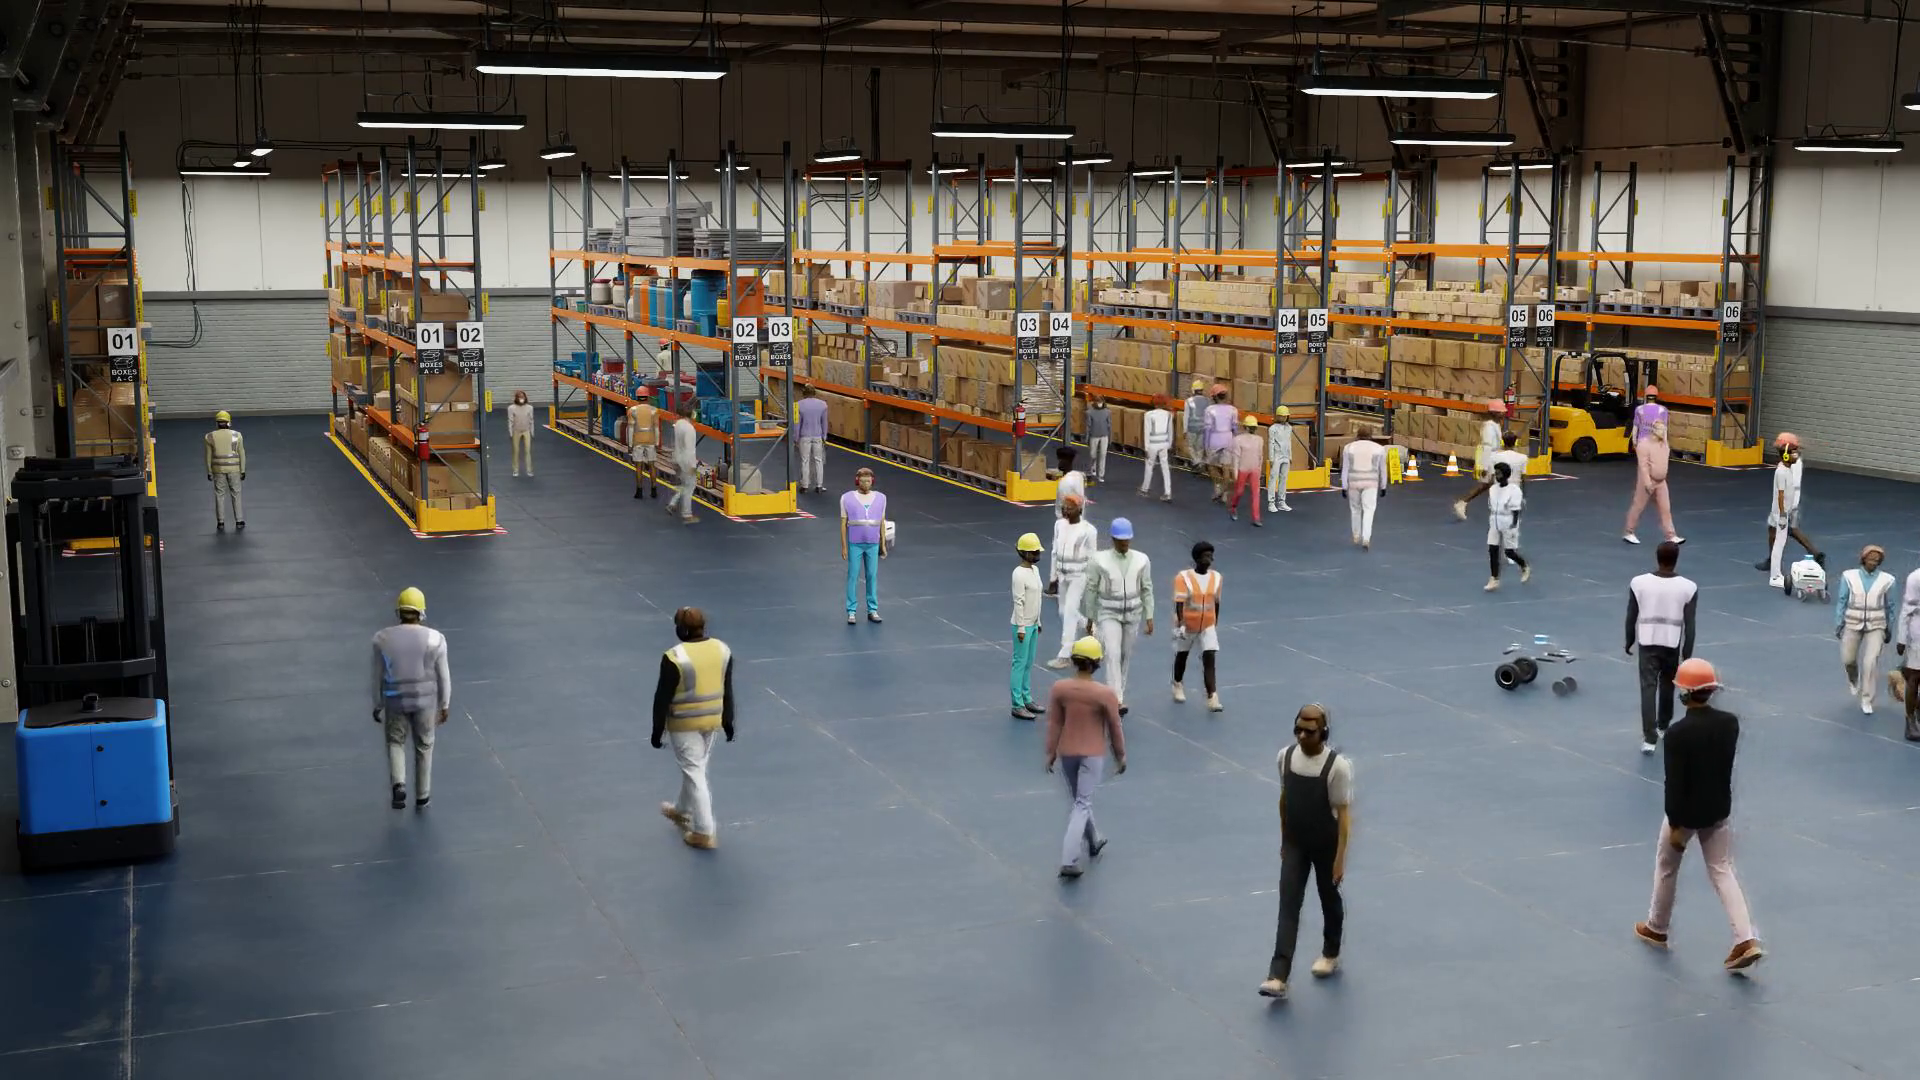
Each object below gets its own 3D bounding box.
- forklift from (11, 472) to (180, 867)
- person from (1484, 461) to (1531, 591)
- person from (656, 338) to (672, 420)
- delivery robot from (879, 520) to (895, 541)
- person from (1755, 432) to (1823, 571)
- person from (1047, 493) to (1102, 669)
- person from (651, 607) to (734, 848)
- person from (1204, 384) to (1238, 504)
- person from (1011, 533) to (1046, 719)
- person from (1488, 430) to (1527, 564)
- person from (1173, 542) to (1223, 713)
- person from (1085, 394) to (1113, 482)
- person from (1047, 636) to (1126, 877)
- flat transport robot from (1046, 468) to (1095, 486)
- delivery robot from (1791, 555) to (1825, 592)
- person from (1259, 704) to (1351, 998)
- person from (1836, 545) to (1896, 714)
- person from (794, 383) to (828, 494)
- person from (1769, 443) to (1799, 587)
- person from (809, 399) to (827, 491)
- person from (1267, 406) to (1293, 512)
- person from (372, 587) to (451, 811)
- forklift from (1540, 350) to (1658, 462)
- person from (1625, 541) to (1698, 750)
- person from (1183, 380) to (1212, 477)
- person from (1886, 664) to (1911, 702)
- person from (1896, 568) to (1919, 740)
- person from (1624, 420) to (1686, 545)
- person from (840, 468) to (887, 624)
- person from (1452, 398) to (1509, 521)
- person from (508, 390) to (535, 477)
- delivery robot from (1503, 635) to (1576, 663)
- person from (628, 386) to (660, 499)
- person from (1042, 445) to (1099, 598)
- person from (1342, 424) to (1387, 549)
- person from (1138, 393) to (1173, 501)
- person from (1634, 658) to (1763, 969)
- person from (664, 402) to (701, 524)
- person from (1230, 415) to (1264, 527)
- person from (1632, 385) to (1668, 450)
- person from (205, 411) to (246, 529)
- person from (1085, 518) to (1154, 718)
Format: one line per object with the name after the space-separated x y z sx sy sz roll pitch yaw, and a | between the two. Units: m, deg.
-6.630 0.886 15.957 1.129 2.768 1.873 -3 9 -21 | forklift
7.052 -0.188 26.961 0.615 1.674 0.535 -6 11 -36 | person
-7.134 -3.905 50.733 0.407 1.986 0.615 7 11 37 | person
-1.223 -0.128 30.123 0.477 0.478 0.707 4 9 25 | delivery robot
11.238 -0.501 28.301 0.553 1.910 0.799 -7 11 -38 | person
1.250 0.406 22.422 0.805 1.862 0.581 -7 11 -39 | person
-2.120 1.394 16.000 0.852 1.804 0.654 8 11 41 | person
4.397 -1.624 35.395 0.646 2.016 0.523 -2 9 -16 | person
0.653 0.808 20.032 0.308 1.769 0.524 3 9 21 | person
7.606 -0.600 29.094 0.518 1.868 0.374 2 9 14 | person
2.301 0.823 20.331 0.537 1.647 0.916 -2 9 -15 | person
2.554 -1.896 38.541 0.511 1.613 0.618 0 9 -2 | person
0.924 1.550 15.244 0.547 1.712 0.928 5 10 28 | person
1.874 -1.150 38.187 0.652 0.197 1.431 -3 9 -20 | flat transport robot
10.692 0.432 26.391 0.477 0.478 0.707 2 9 16 | delivery robot
2.140 1.880 12.810 0.524 1.787 0.985 6 10 34 | person
8.779 0.838 20.301 0.529 1.618 0.569 4 10 27 | person
-2.633 -1.792 36.795 0.630 1.940 0.372 -3 9 -20 | person
10.759 -0.334 27.304 0.329 1.872 0.508 4 9 25 | person
-2.591 -1.702 37.248 0.601 1.623 0.526 7 11 39 | person
5.285 -1.340 34.429 0.493 1.743 0.310 -6 10 -35 | person
-4.366 1.283 16.680 0.620 1.820 0.451 -2 9 -10 | person
12.897 -2.725 42.309 2.313 2.155 1.214 -3 9 -21 | forklift
6.315 0.930 18.887 0.592 1.869 1.006 2 9 14 | person
4.422 -2.080 39.113 0.614 1.813 0.431 -3 9 -21 | person
9.434 0.681 20.108 0.819 2.000 0.698 3 9 17 | person
8.866 0.871 19.103 0.642 1.919 0.505 0 9 0 | person
10.178 -0.829 30.669 0.659 1.855 1.017 -4 10 -28 | person
-1.141 0.056 24.777 0.564 1.847 0.390 -3 9 -19 | person
8.288 -1.246 32.963 0.971 2.004 0.605 2 9 16 | person
-8.228 -2.007 39.248 0.506 1.633 0.276 -4 9 -25 | person
5.871 1.079 21.211 0.698 0.223 0.335 6 11 37 | delivery robot
-5.462 -1.691 36.127 0.550 1.935 0.376 -3 9 -18 | person
1.436 -0.232 26.361 0.744 1.943 0.610 4 10 27 | person
5.901 -0.795 30.610 0.639 1.810 0.921 2 9 13 | person
3.389 -1.601 35.889 0.598 1.831 1.010 -4 9 -23 | person
4.731 1.725 13.314 0.606 1.962 0.987 -3 9 -19 | person
-4.327 -1.211 32.997 0.480 1.925 0.629 -3 9 -21 | person
4.517 -1.120 33.000 0.530 1.739 0.841 -2 9 -16 | person
12.062 -1.752 36.638 0.575 1.900 0.900 3 9 17 | person
-11.394 -1.092 32.515 0.588 1.823 0.403 -2 9 -13 | person
1.560 0.747 19.965 0.617 1.896 0.984 -2 9 -13 | person
